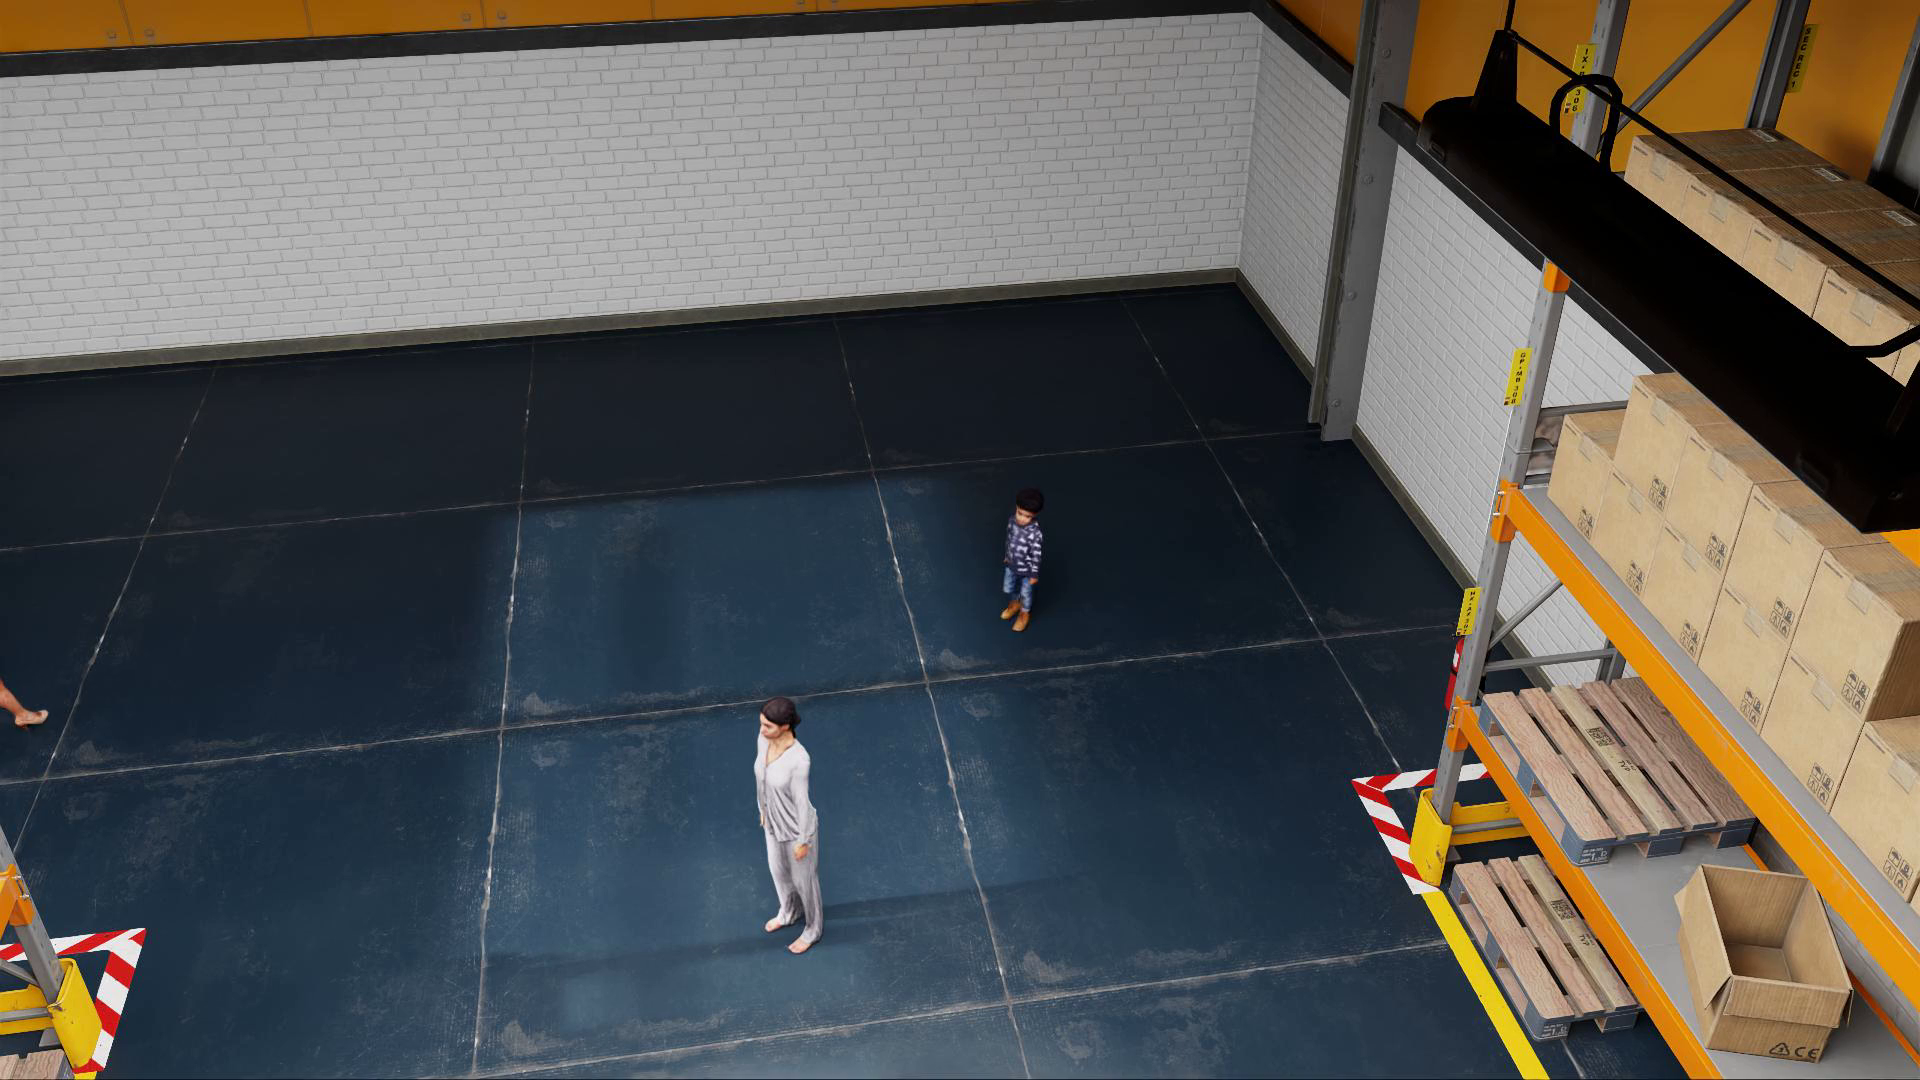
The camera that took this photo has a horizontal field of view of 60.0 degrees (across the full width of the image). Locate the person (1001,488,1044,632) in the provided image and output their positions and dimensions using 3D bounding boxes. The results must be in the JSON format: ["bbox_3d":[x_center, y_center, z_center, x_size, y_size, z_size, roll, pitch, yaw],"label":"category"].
[{"bbox_3d":[0.471,0.126,12.238,0.676,1.247,0.607,-24,41,-32],"label":"person"}]

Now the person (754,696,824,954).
[{"bbox_3d":[-0.974,1.609,9.533,0.727,1.773,0.633,-28,43,-35],"label":"person"}]
